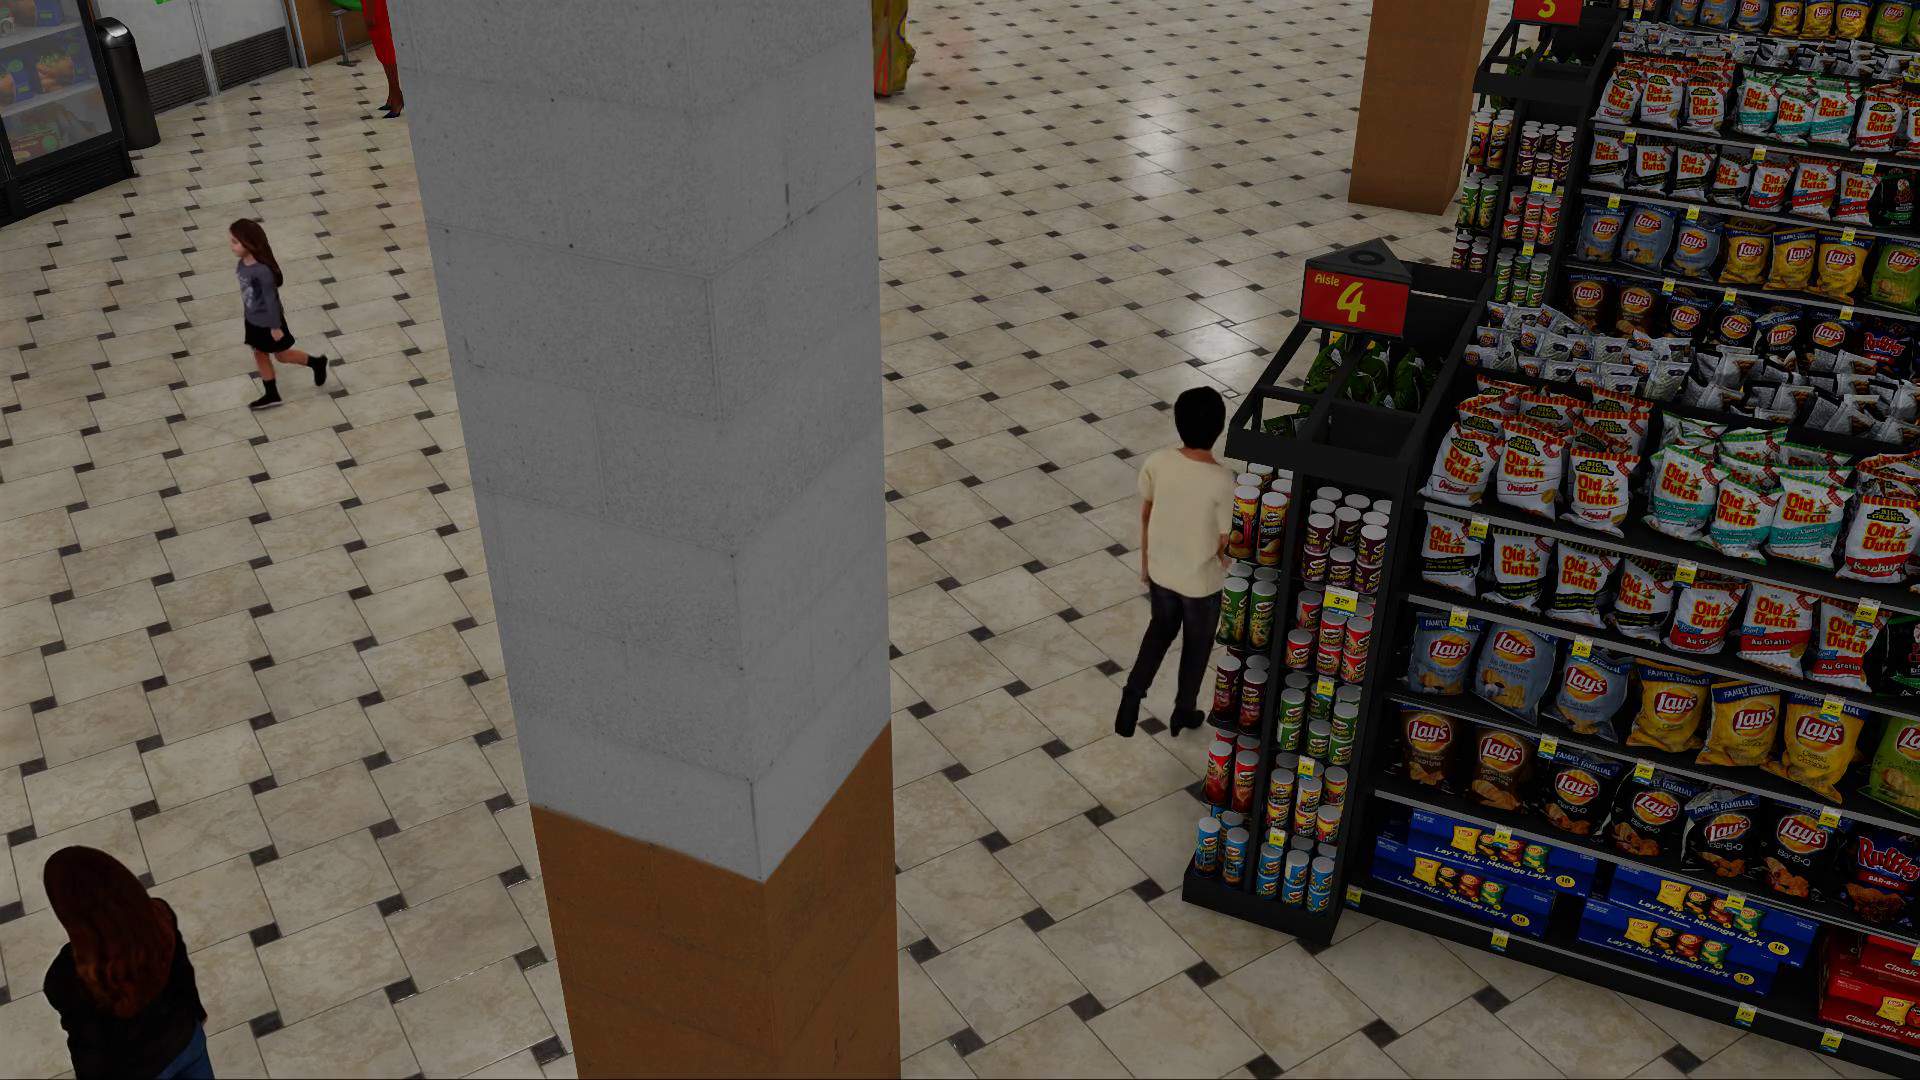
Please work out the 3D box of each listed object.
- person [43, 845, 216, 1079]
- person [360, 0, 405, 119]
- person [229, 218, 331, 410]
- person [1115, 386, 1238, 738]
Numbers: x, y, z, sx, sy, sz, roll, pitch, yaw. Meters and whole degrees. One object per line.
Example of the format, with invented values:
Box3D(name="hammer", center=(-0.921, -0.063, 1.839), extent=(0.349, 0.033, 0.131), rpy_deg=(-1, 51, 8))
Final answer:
Box3D(name="person", center=(-2.250, 1.413, 4.617), extent=(0.509, 1.485, 0.556), rpy_deg=(13, 34, 19))
Box3D(name="person", center=(-4.804, -4.371, 13.669), extent=(0.694, 1.744, 0.631), rpy_deg=(-12, 34, -18))
Box3D(name="person", center=(-3.838, -1.271, 9.301), extent=(0.704, 1.094, 0.651), rpy_deg=(26, 40, 35))
Box3D(name="person", center=(0.855, 0.179, 6.516), extent=(0.761, 1.575, 0.743), rpy_deg=(22, 38, 31))
